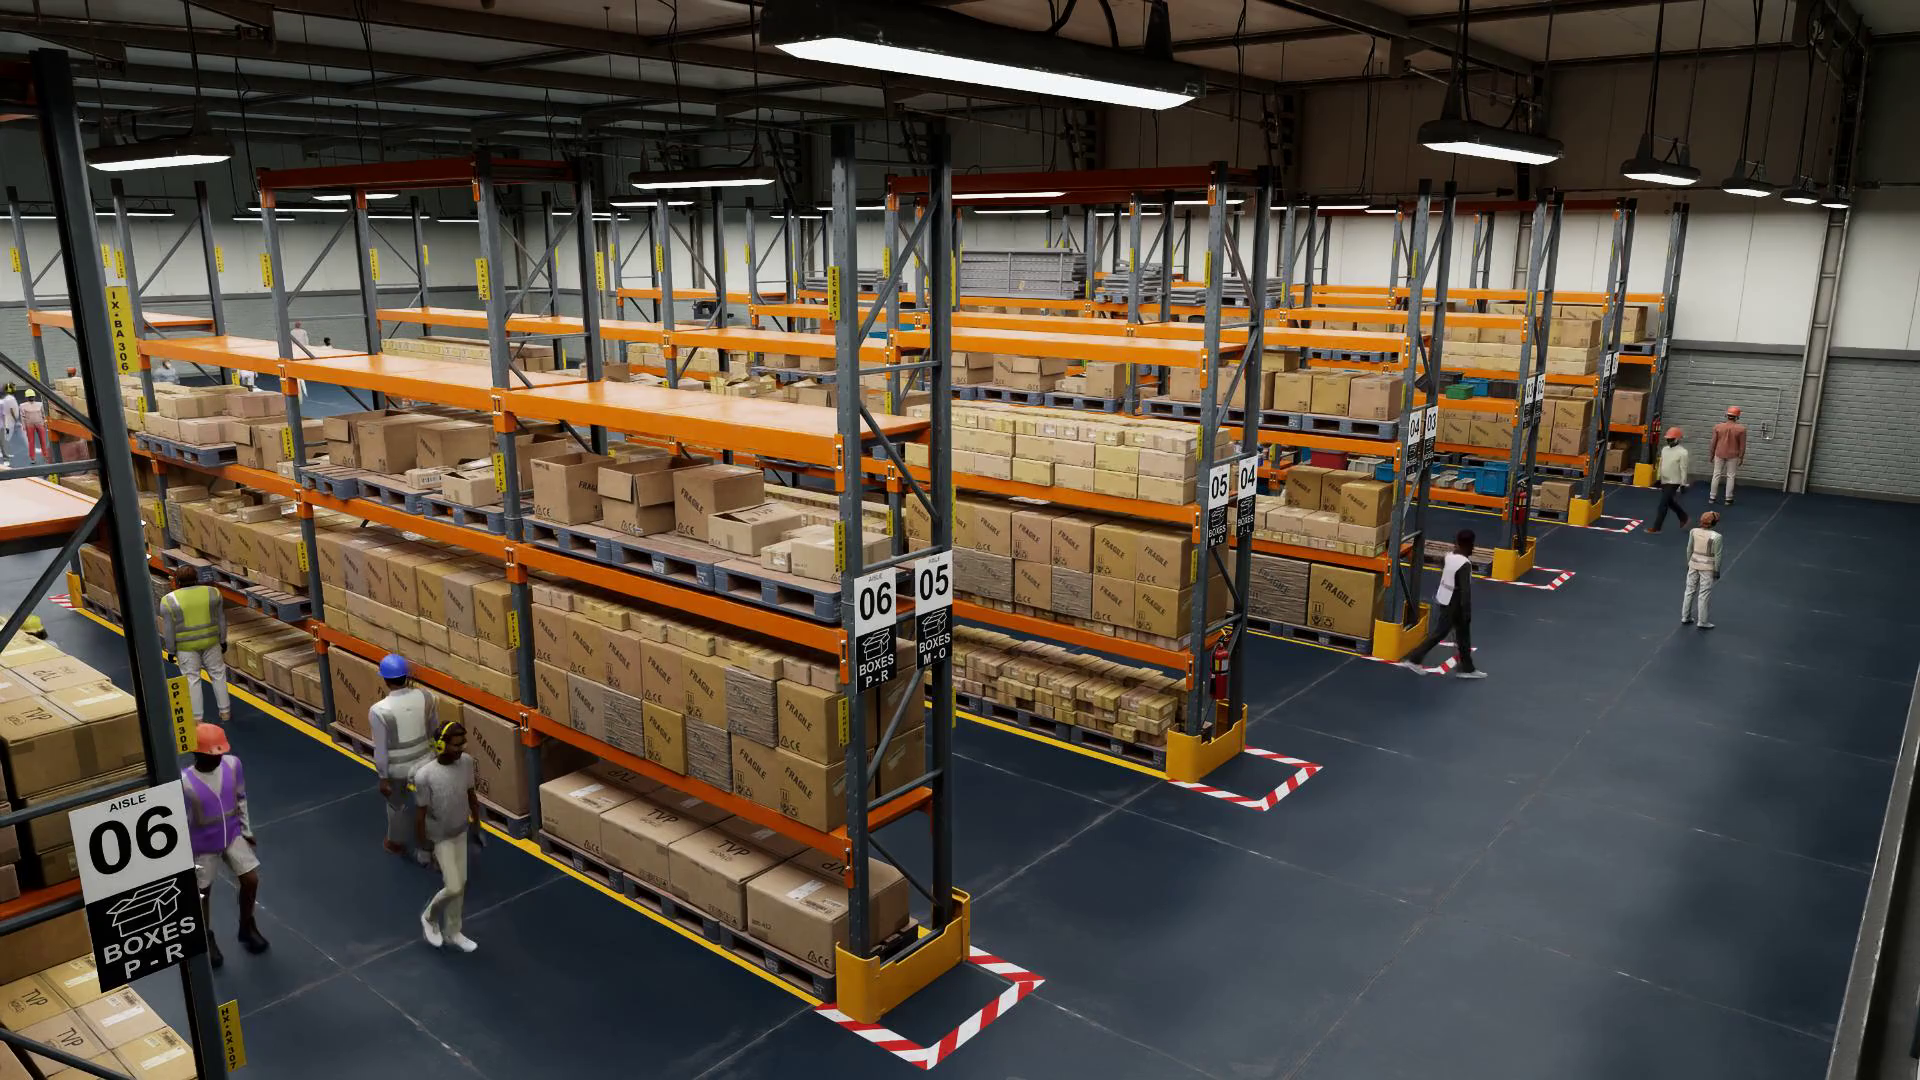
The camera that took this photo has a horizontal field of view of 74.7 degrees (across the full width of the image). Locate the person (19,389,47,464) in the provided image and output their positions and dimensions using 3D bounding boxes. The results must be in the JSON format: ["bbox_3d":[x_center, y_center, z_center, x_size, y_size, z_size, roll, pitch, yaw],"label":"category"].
[{"bbox_3d":[-22.173,-2.733,30.189,0.522,1.769,0.318,-13,19,-42],"label":"person"}]

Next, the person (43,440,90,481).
[{"bbox_3d":[-17.107,-1.310,24.162,0.662,1.857,0.979,-1,14,-3],"label":"person"}]

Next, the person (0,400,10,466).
[{"bbox_3d":[-22.732,-2.672,29.609,0.594,1.922,0.387,-6,15,-22],"label":"person"}]

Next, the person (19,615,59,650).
[{"bbox_3d":[-9.290,1.556,12.668,0.843,1.710,0.494,7,15,27],"label":"person"}]

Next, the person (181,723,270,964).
[{"bbox_3d":[-5.547,2.255,9.400,0.532,1.910,0.571,7,15,26],"label":"person"}]

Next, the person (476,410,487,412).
[{"bbox_3d":[-13.432,-3.907,35.175,0.408,1.687,0.575,10,17,36],"label":"person"}]

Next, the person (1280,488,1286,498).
[{"bbox_3d":[5.205,-0.189,19.423,0.564,1.908,0.701,-12,18,-41],"label":"person"}]

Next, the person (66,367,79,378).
[{"bbox_3d":[-23.936,-3.748,34.122,0.354,1.884,0.576,-1,14,-5],"label":"person"}]

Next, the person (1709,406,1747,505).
[{"bbox_3d":[15.557,-1.711,25.527,0.625,1.997,0.391,11,17,38],"label":"person"}]

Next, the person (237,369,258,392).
[{"bbox_3d":[-22.986,-5.326,40.591,0.547,1.904,0.940,-4,14,-16],"label":"person"}]

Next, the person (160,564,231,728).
[{"bbox_3d":[-8.489,1.165,14.001,0.430,1.844,0.623,13,19,42],"label":"person"}]

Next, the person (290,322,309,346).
[{"bbox_3d":[-26.664,-7.841,50.911,0.647,1.908,0.409,-4,14,-15],"label":"person"}]

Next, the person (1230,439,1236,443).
[{"bbox_3d":[6.460,-2.797,30.461,0.951,1.765,0.648,7,15,26],"label":"person"}]

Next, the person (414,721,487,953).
[{"bbox_3d":[-3.868,2.244,9.547,0.422,1.846,0.507,7,15,25],"label":"person"}]

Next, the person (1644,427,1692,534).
[{"bbox_3d":[13.097,-1.099,23.080,0.912,1.964,0.628,-2,14,-7],"label":"person"}]

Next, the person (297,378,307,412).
[{"bbox_3d":[-19.604,-4.339,37.146,0.502,1.601,0.763,-13,19,-42],"label":"person"}]

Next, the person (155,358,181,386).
[{"bbox_3d":[-22.760,-4.294,36.288,0.432,1.919,0.631,4,14,14],"label":"person"}]

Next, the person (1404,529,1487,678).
[{"bbox_3d":[6.033,0.781,15.531,0.976,1.869,0.607,2,14,9],"label":"person"}]

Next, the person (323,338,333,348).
[{"bbox_3d":[-23.400,-6.657,46.569,0.864,1.659,0.543,4,14,17],"label":"person"}]

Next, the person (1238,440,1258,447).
[{"bbox_3d":[5.608,-1.462,24.910,0.959,1.794,0.632,11,18,39],"label":"person"}]

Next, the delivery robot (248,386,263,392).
[{"bbox_3d":[-22.834,-4.740,40.866,0.707,0.478,0.477,5,14,18],"label":"delivery robot"}]

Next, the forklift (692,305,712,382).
[{"bbox_3d":[-9.511,-7.392,47.124,1.873,2.768,1.129,11,17,38],"label":"forklift"}]

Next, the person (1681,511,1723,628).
[{"bbox_3d":[10.353,0.404,17.553,0.309,1.639,0.514,-5,15,-21],"label":"person"}]

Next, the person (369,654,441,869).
[{"bbox_3d":[-4.716,1.904,10.834,0.993,1.910,0.636,11,17,37],"label":"person"}]

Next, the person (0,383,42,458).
[{"bbox_3d":[-23.268,-2.957,30.997,0.988,1.825,0.538,-6,15,-25],"label":"person"}]

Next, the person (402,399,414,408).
[{"bbox_3d":[-12.036,-2.174,27.618,0.642,1.901,0.401,-4,14,-17],"label":"person"}]
